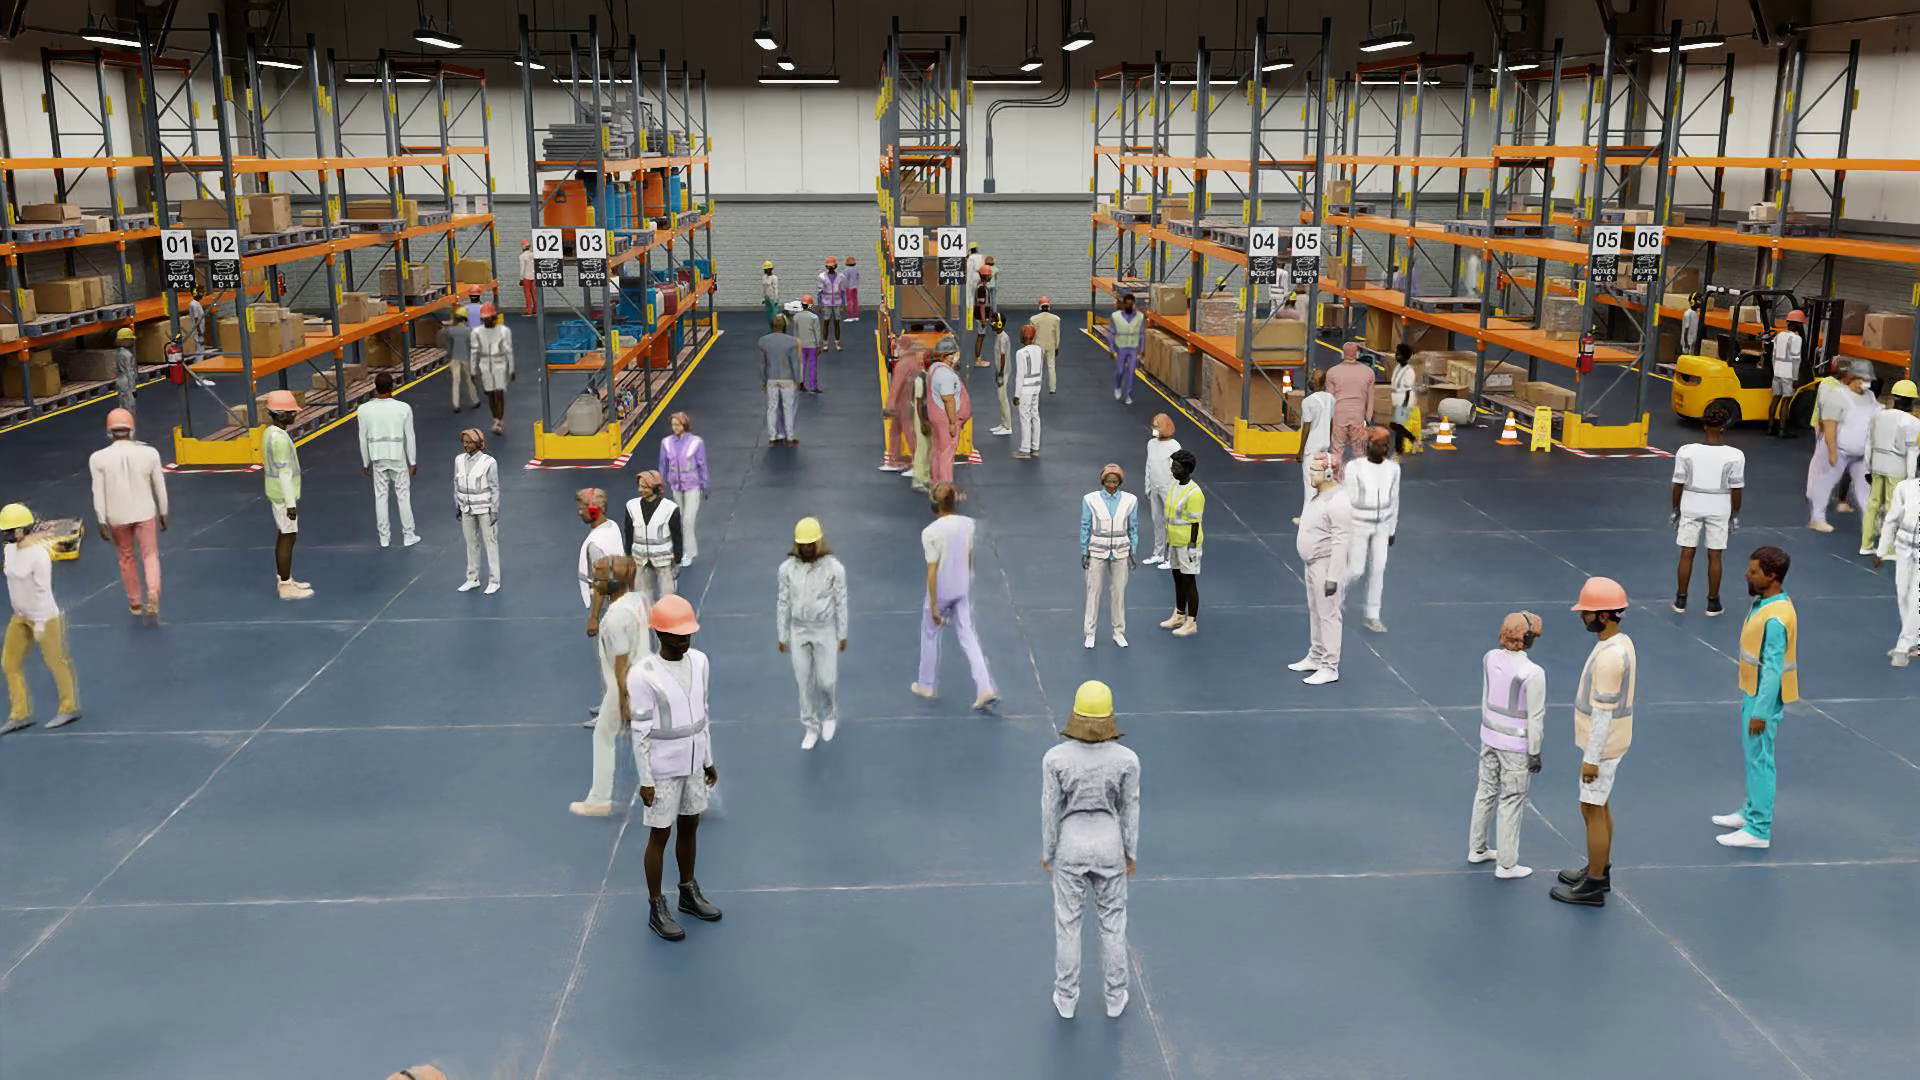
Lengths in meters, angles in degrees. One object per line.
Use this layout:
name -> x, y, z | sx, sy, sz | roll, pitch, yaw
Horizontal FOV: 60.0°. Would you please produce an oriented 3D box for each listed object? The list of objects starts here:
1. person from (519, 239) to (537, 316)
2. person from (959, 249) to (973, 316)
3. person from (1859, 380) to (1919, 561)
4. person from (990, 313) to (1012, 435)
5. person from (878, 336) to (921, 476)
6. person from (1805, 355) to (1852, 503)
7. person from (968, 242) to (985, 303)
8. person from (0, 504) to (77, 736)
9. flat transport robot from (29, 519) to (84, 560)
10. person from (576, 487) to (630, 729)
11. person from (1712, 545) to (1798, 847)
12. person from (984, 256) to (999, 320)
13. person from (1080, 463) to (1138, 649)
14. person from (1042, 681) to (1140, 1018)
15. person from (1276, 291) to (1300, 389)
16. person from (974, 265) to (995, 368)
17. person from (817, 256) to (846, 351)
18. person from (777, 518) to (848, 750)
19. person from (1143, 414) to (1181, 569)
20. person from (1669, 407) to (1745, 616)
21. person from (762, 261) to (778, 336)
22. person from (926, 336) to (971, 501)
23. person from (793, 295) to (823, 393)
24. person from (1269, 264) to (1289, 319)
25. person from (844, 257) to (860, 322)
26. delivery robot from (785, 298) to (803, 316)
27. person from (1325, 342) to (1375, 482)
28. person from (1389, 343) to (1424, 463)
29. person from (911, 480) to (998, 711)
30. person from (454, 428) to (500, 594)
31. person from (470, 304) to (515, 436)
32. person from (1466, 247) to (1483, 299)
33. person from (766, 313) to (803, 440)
person -> -11.221, -6.815, 43.235 | 0.376, 1.995, 0.612 | 6, 15, 25
person -> 0.154, -6.711, 43.337 | 0.350, 1.743, 0.563 | 5, 14, 22
person -> 9.898, -0.743, 17.664 | 0.385, 1.922, 0.594 | -5, 14, -21
person -> 0.623, -2.541, 25.433 | 0.325, 1.861, 0.504 | -1, 13, -5
person -> -0.824, -1.777, 22.196 | 0.807, 1.858, 0.709 | 2, 13, 8
person -> 10.701, -1.372, 20.506 | 0.567, 1.840, 0.375 | -12, 18, -40
person -> 0.315, -6.914, 43.927 | 0.591, 1.868, 0.990 | -13, 18, -43
person -> -6.960, 0.598, 12.331 | 0.538, 1.741, 0.712 | 7, 15, 28
flat transport robot -> -9.946, -0.012, 18.108 | 0.652, 0.197, 1.431 | -6, 15, -24
person -> -2.685, 0.505, 12.552 | 0.389, 1.842, 0.566 | -1, 13, -2
person -> 5.025, 0.974, 10.406 | 0.380, 1.917, 0.593 | 5, 14, 19
person -> 0.751, -6.395, 42.261 | 0.505, 1.624, 0.297 | -6, 15, -25
person -> 1.300, 0.136, 14.554 | 0.512, 1.640, 0.309 | -1, 13, -6
person -> 0.651, 1.548, 8.347 | 0.492, 1.742, 0.320 | 0, 13, 1
person -> 5.982, -3.641, 30.283 | 0.316, 1.767, 0.535 | -12, 18, -42
person -> 0.487, -4.464, 33.207 | 0.412, 2.035, 0.605 | 1, 13, 3
person -> -2.752, -5.081, 35.789 | 0.616, 2.041, 0.379 | -3, 14, -12
person -> -1.075, 0.684, 12.042 | 0.508, 1.729, 0.375 | 2, 13, 8
person -> 2.110, -0.512, 17.332 | 0.279, 1.624, 0.494 | -9, 16, -34
person -> 6.980, -0.268, 15.567 | 0.613, 1.962, 0.367 | 7, 15, 28
person -> -4.395, -5.561, 38.442 | 0.355, 1.757, 0.526 | -11, 17, -39
person -> -0.136, -1.520, 20.705 | 0.538, 2.000, 0.684 | -5, 14, -18
person -> -2.706, -3.494, 29.678 | 0.563, 1.754, 0.321 | 7, 15, 28
person -> 7.310, -5.558, 38.165 | 0.358, 1.880, 0.575 | -9, 16, -33
person -> -2.731, -6.319, 41.951 | 0.526, 1.620, 0.316 | -12, 18, -41
delivery robot -> -4.126, -5.895, 42.222 | 0.707, 0.478, 0.477 | 12, 18, 43
person -> 4.946, -1.578, 21.244 | 0.649, 1.904, 0.401 | 0, 13, -1
person -> 6.182, -1.892, 23.047 | 0.536, 1.682, 0.541 | -1, 13, -6
person -> -0.057, 0.433, 12.955 | 0.503, 1.817, 0.932 | -9, 16, -32
person -> -4.742, -0.285, 16.343 | 0.511, 1.638, 0.307 | 5, 14, 21
person -> -7.129, -2.576, 25.271 | 0.634, 1.994, 1.012 | 0, 13, -2
person -> 13.019, -6.503, 42.127 | 0.426, 1.891, 0.671 | 5, 14, 18
person -> -2.630, -2.413, 24.778 | 0.584, 1.912, 0.547 | 0, 13, 1
